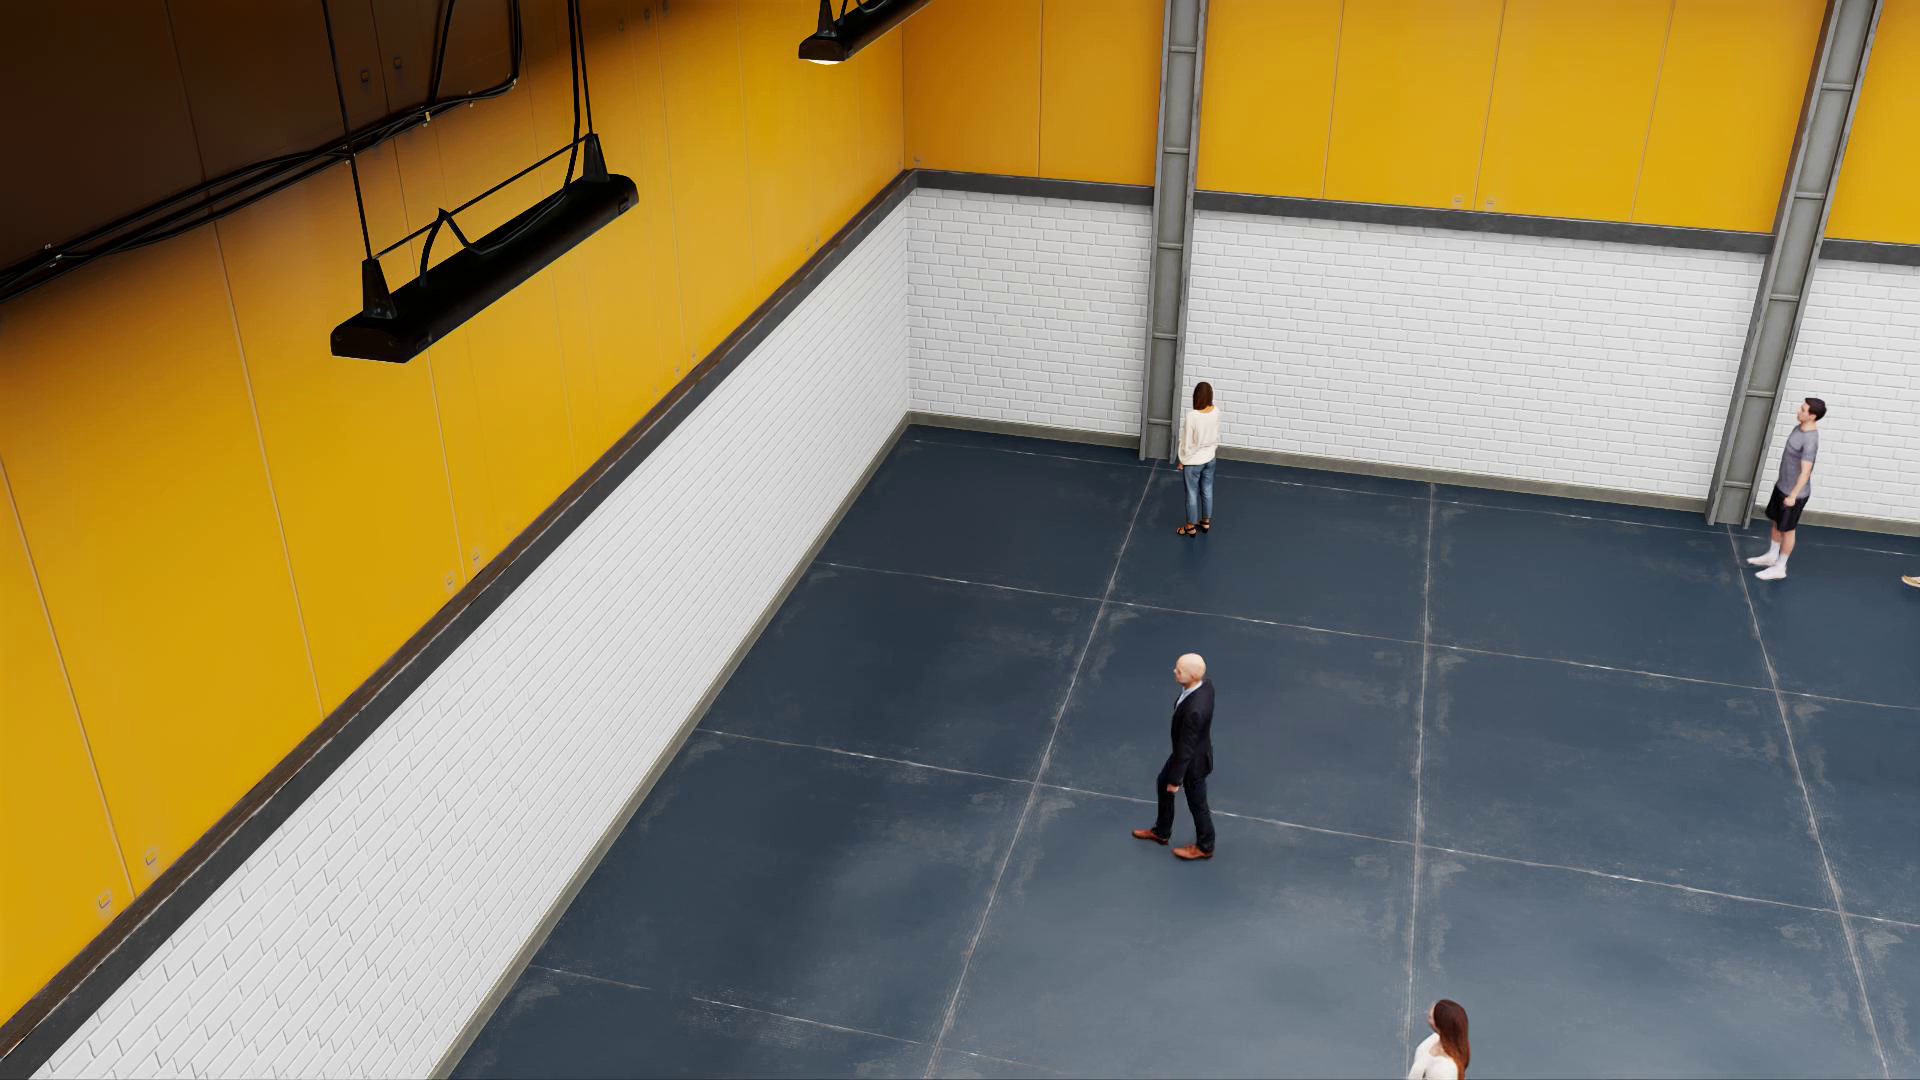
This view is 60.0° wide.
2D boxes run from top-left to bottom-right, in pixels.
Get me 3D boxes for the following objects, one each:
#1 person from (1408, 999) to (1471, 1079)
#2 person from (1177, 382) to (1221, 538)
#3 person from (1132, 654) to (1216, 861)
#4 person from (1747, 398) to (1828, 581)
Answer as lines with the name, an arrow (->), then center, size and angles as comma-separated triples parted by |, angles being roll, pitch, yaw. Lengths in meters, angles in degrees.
person -> 2.681, 3.241, 9.354 | 0.609, 1.693, 0.653 | 13, 31, 22
person -> 2.417, -0.821, 16.813 | 0.698, 1.682, 0.750 | -17, 33, -28
person -> 1.786, 1.617, 12.243 | 0.887, 1.778, 0.764 | 4, 29, 7
person -> 8.041, -0.506, 16.038 | 0.571, 1.871, 0.663 | 5, 29, 9
